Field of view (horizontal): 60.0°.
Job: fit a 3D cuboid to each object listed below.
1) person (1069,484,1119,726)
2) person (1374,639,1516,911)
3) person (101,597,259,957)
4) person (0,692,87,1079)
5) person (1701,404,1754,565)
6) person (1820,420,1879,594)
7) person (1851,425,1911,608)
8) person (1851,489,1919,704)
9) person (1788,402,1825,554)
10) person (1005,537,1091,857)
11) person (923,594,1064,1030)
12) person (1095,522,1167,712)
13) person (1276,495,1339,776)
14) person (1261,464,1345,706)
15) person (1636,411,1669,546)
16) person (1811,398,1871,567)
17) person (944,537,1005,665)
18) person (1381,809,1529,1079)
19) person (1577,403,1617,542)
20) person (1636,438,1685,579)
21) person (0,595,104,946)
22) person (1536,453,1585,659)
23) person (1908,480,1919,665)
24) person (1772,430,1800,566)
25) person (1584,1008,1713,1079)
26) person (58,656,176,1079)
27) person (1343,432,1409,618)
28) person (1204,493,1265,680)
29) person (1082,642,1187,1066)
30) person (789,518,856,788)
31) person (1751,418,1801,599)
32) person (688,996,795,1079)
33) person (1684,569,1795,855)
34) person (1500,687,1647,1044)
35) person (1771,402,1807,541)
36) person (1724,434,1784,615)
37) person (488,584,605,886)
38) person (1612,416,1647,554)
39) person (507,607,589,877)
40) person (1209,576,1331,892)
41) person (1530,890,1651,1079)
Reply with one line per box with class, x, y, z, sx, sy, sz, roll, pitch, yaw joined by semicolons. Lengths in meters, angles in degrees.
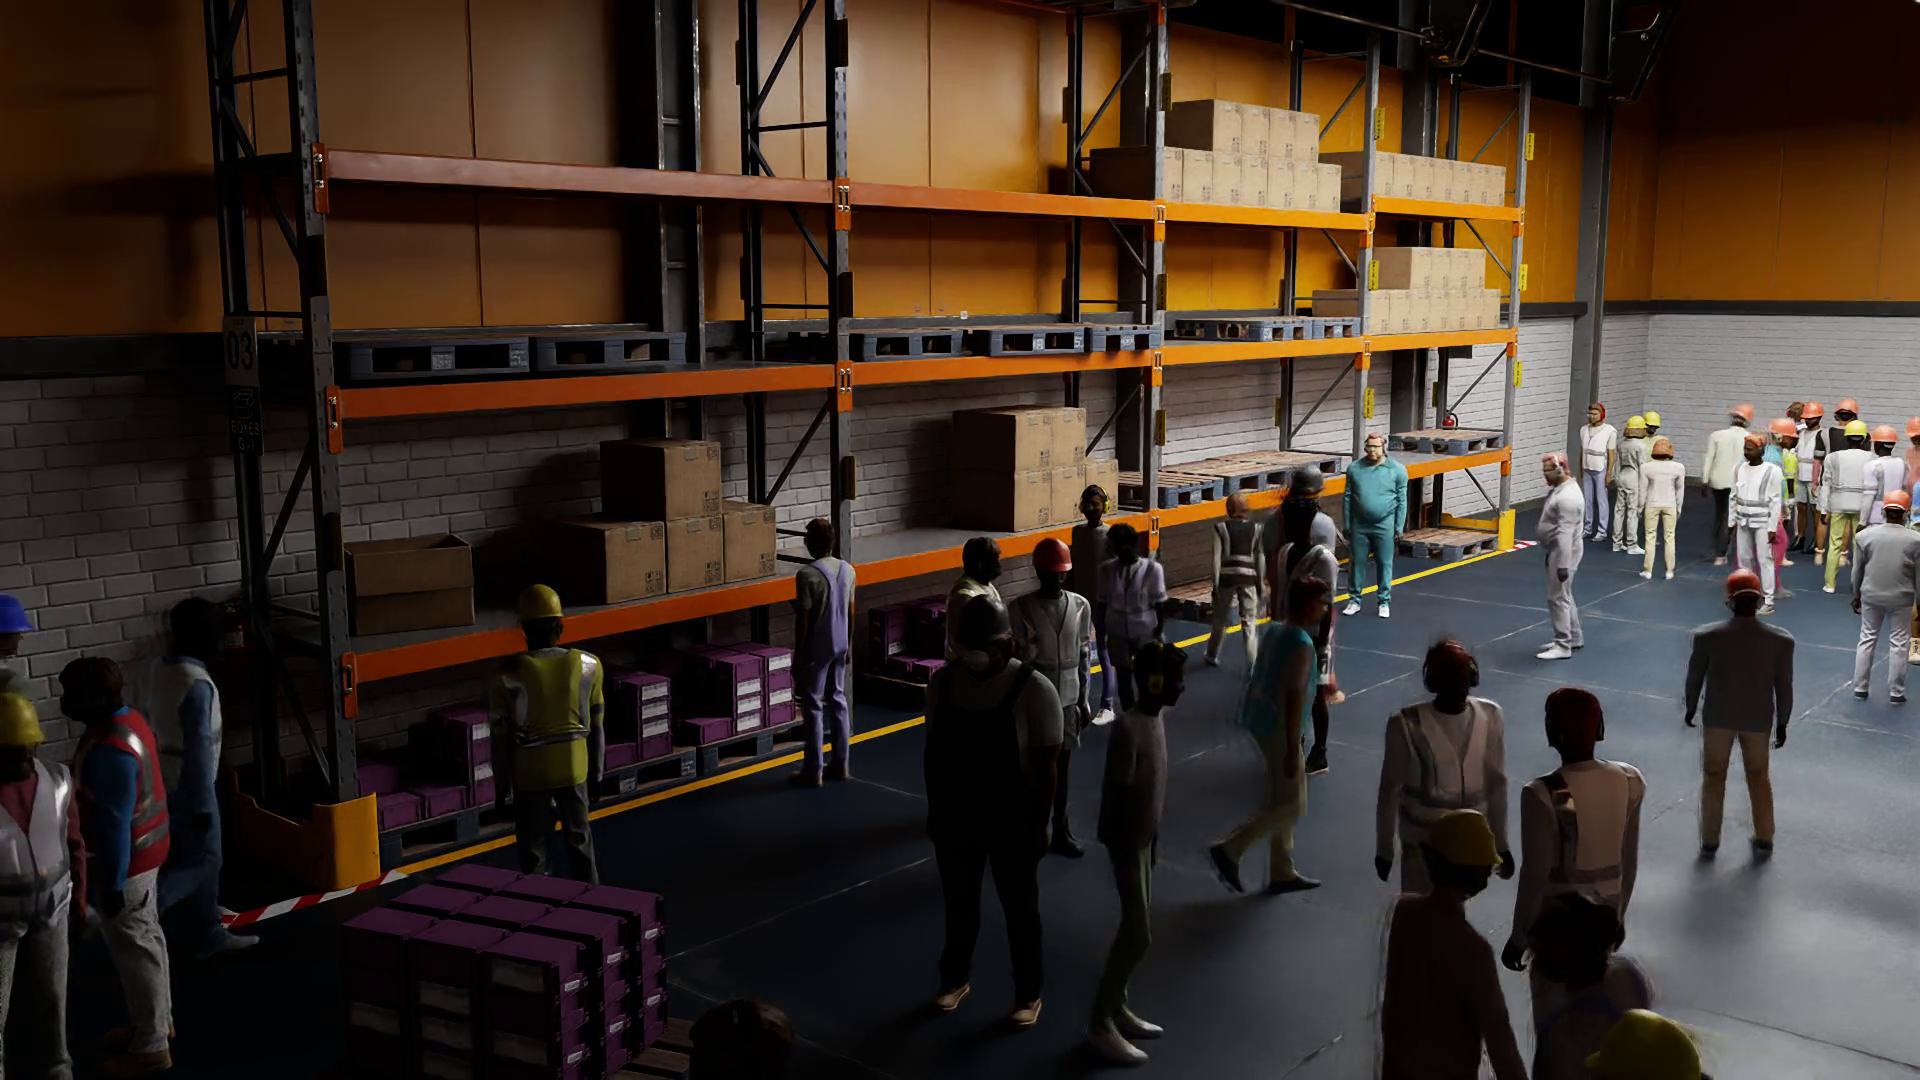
person;1.025;0.497;12.907;0.521;1.877;0.325;7;12;40
person;2.151;1.362;7.442;0.657;1.856;0.717;-3;9;-17
person;-3.874;1.218;8.202;0.677;1.893;0.602;-8;12;-42
person;-3.769;1.496;6.640;0.403;1.823;0.597;6;11;34
person;9.476;-0.696;20.383;0.623;1.940;0.962;8;12;41
person;9.755;-0.349;18.226;0.587;1.919;0.394;4;10;27
person;9.630;-0.236;17.431;0.552;1.935;0.374;-3;9;-16
person;7.583;0.457;13.575;0.566;1.744;0.349;8;12;40
person;10.727;-0.785;21.010;0.386;1.929;0.543;-3;9;-21
person;0.533;0.937;9.867;0.544;1.939;0.354;-3;9;-21
person;0.111;1.231;7.642;0.683;2.000;0.536;4;10;26
person;1.283;0.677;12.433;0.544;1.669;0.447;3;9;18
person;2.388;0.658;11.616;0.376;1.959;0.609;-4;10;-24
person;2.687;0.361;13.249;0.996;2.000;0.689;-8;12;-41
person;8.928;-0.794;21.603;0.525;1.760;0.341;1;9;4
person;10.600;-0.686;20.045;0.611;2.032;0.410;5;10;30
person;0.122;0.888;10.494;0.429;1.841;0.634;2;9;11
person;1.655;1.728;5.448;0.771;1.731;0.532;-2;9;-10
person;8.433;-0.897;22.022;0.388;1.838;0.563;-4;10;-26
person;8.075;-0.357;19.188;0.498;1.633;0.281;2;9;14
person;-4.707;1.204;8.259;0.611;1.895;0.949;3;9;16
person;5.512;0.147;15.140;0.496;1.886;0.727;3;9;17
person;8.789;0.121;14.823;0.605;2.034;0.391;2;9;14
person;9.948;-0.530;20.123;0.319;1.694;0.535;1;9;5
person;1.594;1.959;3.974;0.530;1.721;0.904;-8;12;-41
person;-3.666;1.401;7.229;0.432;1.835;0.629;-4;10;-22
person;4.223;-0.153;16.995;0.643;1.908;0.399;4;10;25
person;2.426;0.388;14.562;0.524;1.584;0.843;-1;9;-8
person;0.782;1.366;7.386;0.379;1.849;0.538;3;9;21
person;-0.929;0.762;11.344;0.350;1.835;0.519;8;12;41
person;8.815;-0.341;18.013;0.706;1.955;0.655;3;9;20
person;-0.441;1.926;3.837;0.349;1.838;0.501;-3;9;-18
person;4.626;1.029;9.912;0.571;1.736;0.425;2;9;12
person;2.369;1.490;6.466;0.573;1.887;0.354;-4;10;-23
person;11.030;-0.906;22.047;0.571;1.845;0.380;5;10;29
person;8.210;-0.164;17.203;0.369;1.873;0.591;-4;10;-27
person;-2.086;1.175;8.422;0.583;1.916;0.401;-5;10;-31
person;8.504;-0.701;21.051;0.308;1.744;0.485;-3;9;-20
person;-2.290;1.168;9.215;0.537;1.683;0.456;6;11;36
person;1.746;1.095;9.262;0.600;1.814;0.582;-1;9;-7
person;1.753;1.824;4.599;0.365;1.809;0.637;8;12;43
